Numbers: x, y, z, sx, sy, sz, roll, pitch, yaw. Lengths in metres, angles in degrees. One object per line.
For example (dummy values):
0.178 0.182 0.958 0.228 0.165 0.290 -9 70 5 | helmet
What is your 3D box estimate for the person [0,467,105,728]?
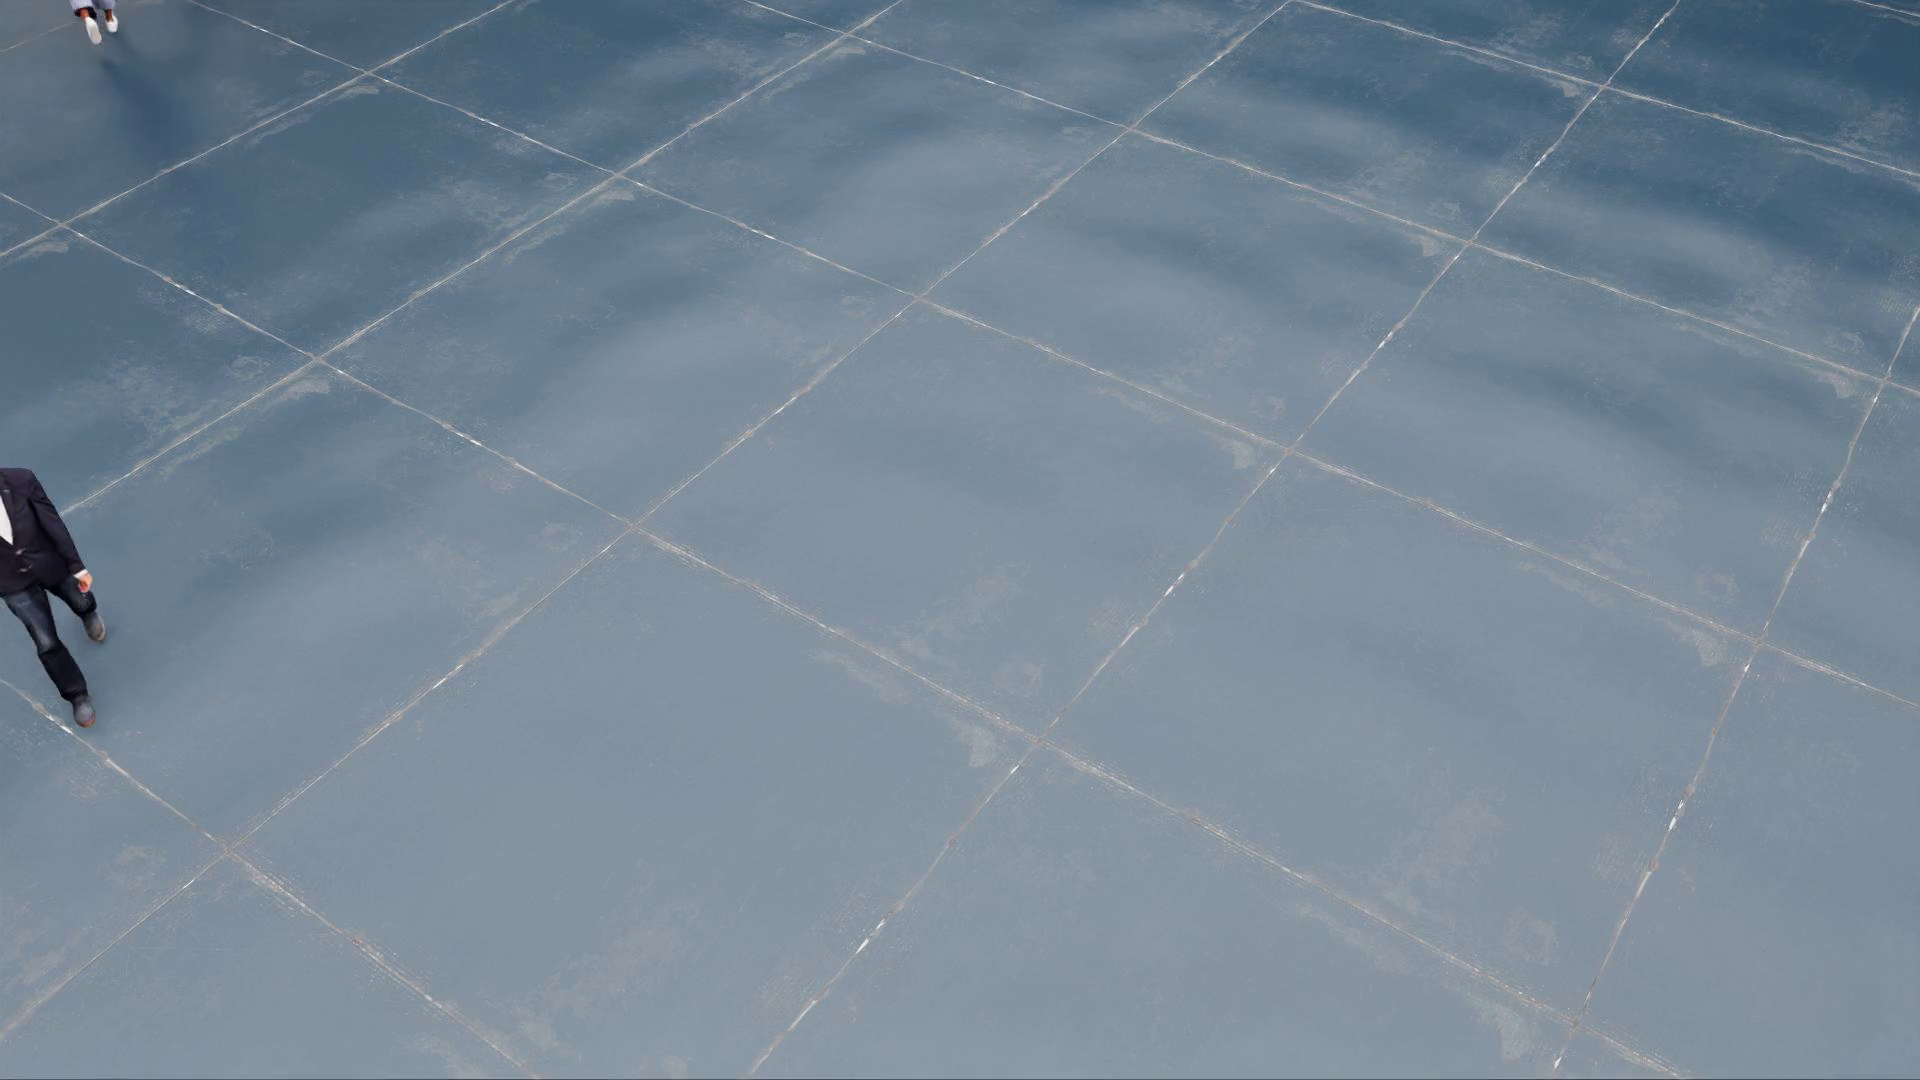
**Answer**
-4.920 0.082 8.822 0.992 1.784 1.256 -22 47 -22 | person
